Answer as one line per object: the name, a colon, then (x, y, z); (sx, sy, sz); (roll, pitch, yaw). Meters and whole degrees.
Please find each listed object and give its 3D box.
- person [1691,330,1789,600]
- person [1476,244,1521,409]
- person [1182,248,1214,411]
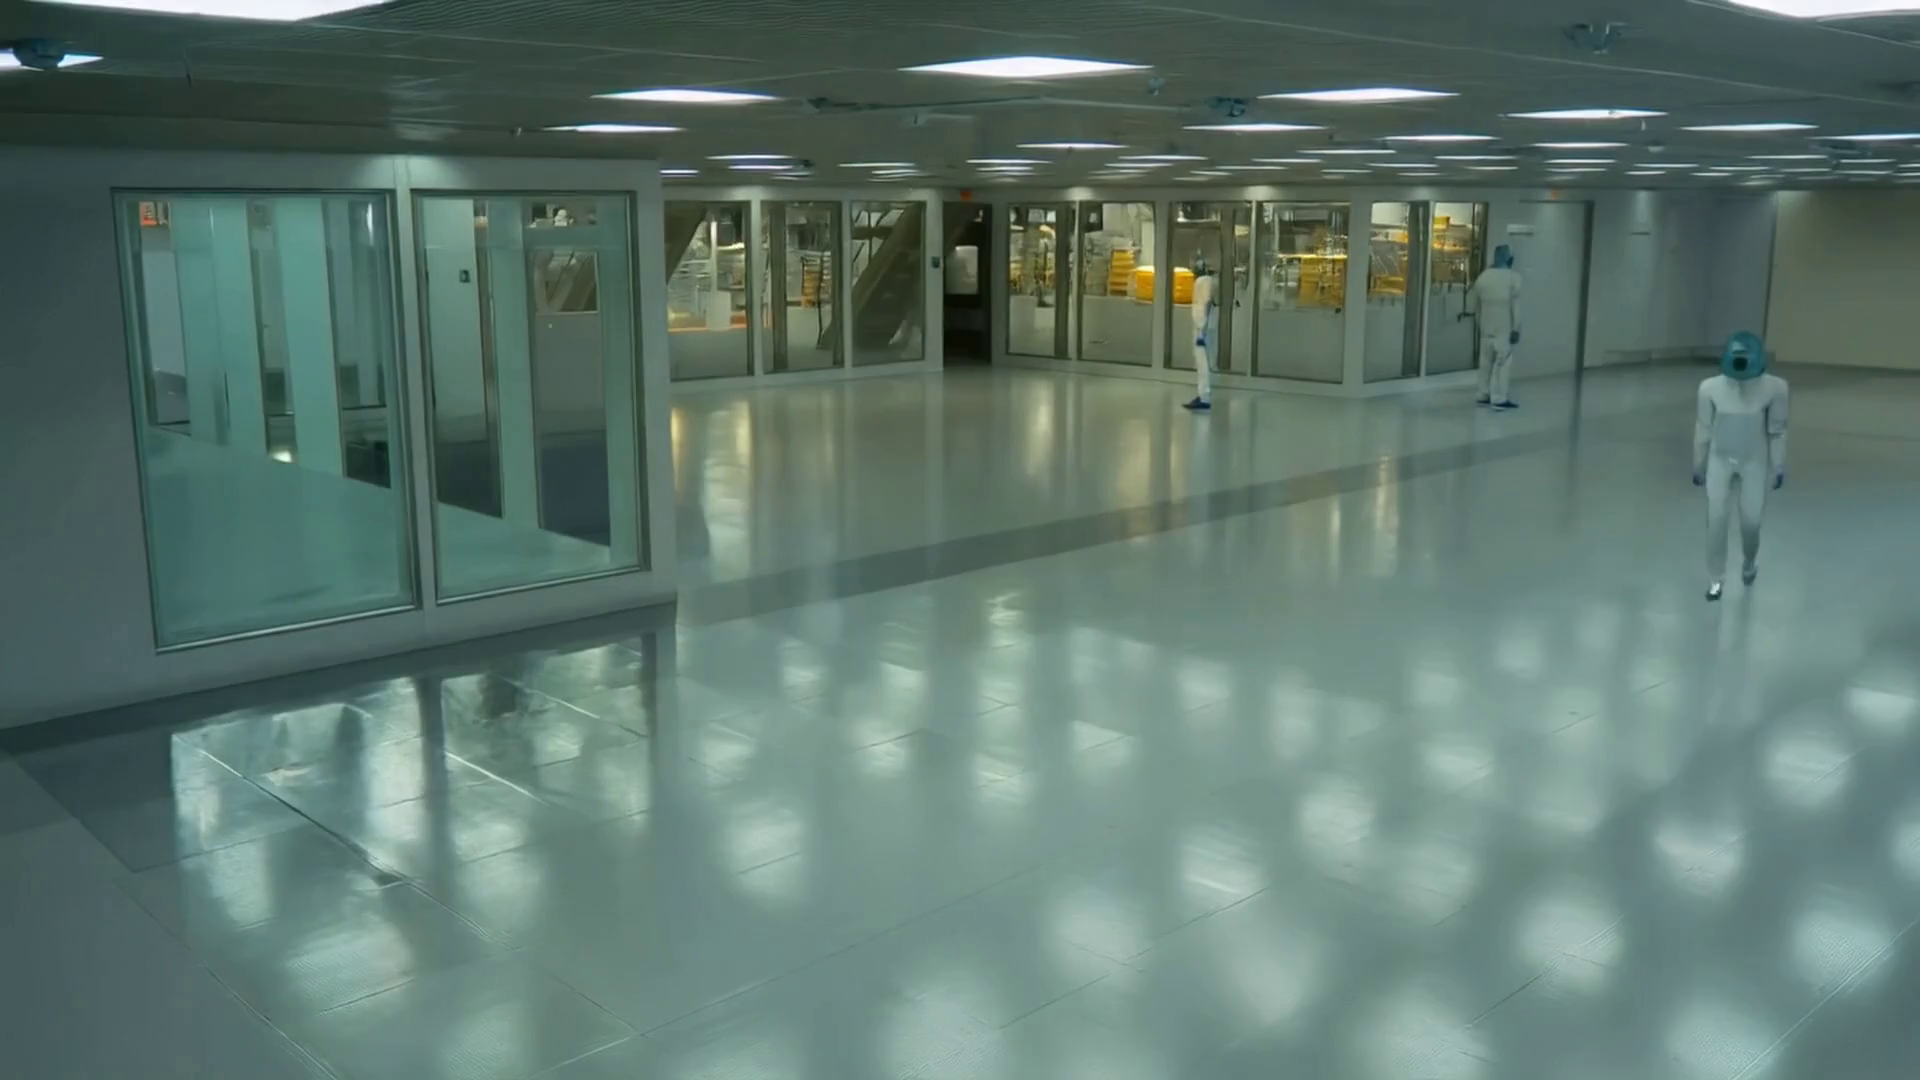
person: (4.645, -0.446, 9.926); (0.520, 1.618, 0.429); (7, 14, 33)
person: (6.298, -2.484, 19.408); (0.410, 1.909, 0.642); (-5, 12, -24)
person: (2.766, -2.426, 19.226); (0.313, 1.866, 0.538); (0, 11, 0)
